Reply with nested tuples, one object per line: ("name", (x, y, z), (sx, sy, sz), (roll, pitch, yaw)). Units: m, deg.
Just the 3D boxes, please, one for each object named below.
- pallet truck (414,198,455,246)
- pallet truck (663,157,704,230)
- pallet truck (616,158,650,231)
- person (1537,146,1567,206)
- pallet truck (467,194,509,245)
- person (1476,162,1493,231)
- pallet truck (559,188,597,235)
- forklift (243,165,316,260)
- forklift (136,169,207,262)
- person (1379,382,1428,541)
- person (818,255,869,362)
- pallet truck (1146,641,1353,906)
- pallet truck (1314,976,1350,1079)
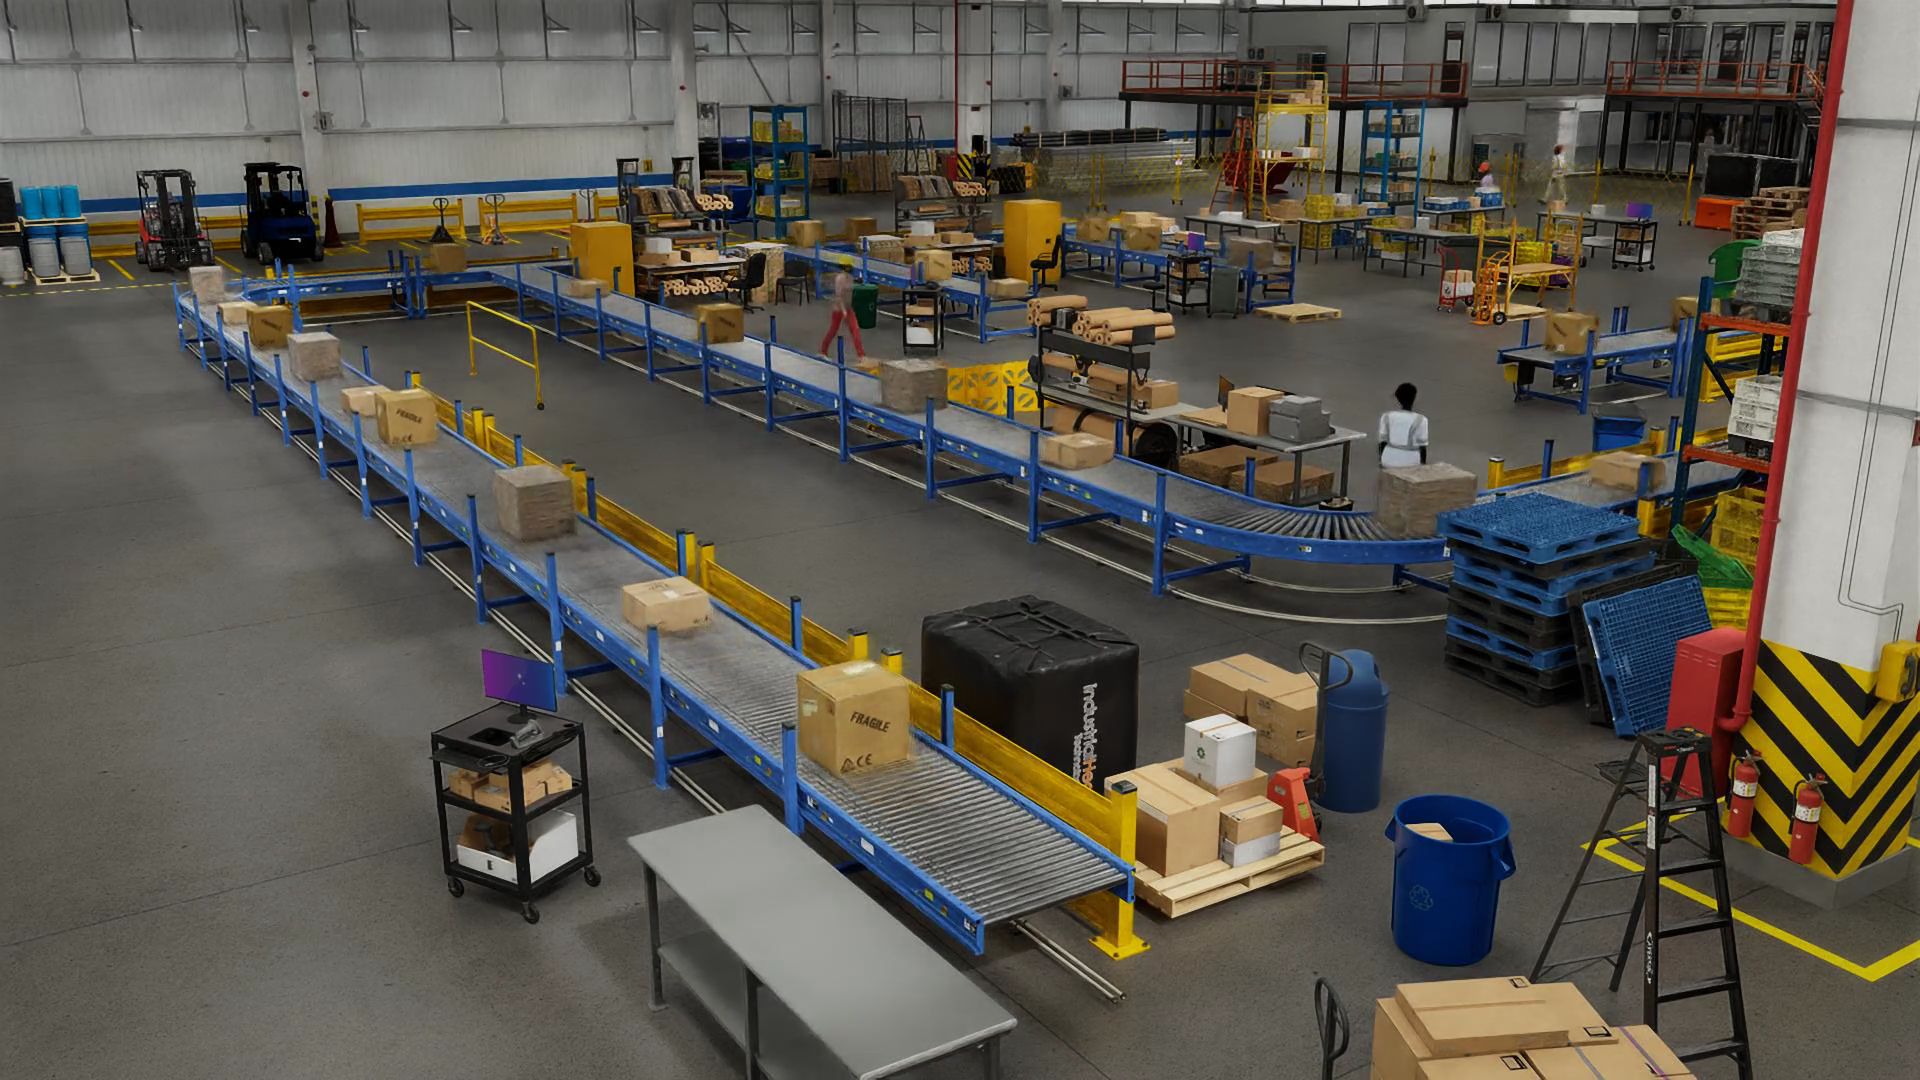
("pallet truck", (-13.250, -8.060, 41.856), (0.680, 1.201, 1.601), (-10, 20, -31))
("pallet truck", (-7.586, -9.308, 44.692), (0.823, 1.965, 1.885), (-11, 20, -33))
("pallet truck", (-8.918, -9.176, 44.255), (0.823, 1.965, 1.885), (-9, 19, -27))
("person", (18.520, -11.314, 51.658), (0.607, 1.826, 1.015), (-11, 20, -32))
("pallet truck", (-11.983, -8.177, 42.137), (0.704, 1.261, 1.522), (-11, 20, -33))
("person", (13.279, -8.609, 42.335), (0.643, 2.011, 0.631), (9, 19, 28))
("pallet truck", (-10.010, -8.652, 43.699), (0.653, 1.274, 1.630), (-10, 20, -31))
("forklift", (-15.898, -7.669, 38.708), (1.157, 1.987, 2.680), (-11, 20, -33))
("forklift", (-17.842, -7.318, 37.559), (1.157, 1.987, 2.680), (-10, 20, -31))
("person", (4.425, -0.752, 16.778), (0.528, 1.674, 0.539), (-16, 23, -42))
("person", (-1.863, -3.667, 26.405), (0.917, 1.722, 0.536), (9, 19, 28))
("pallet truck", (1.664, 1.407, 10.232), (1.630, 1.274, 0.653), (-10, 20, -31))
("pallet truck", (2.299, 2.390, 7.086), (1.601, 1.201, 0.680), (-2, 17, -7))
